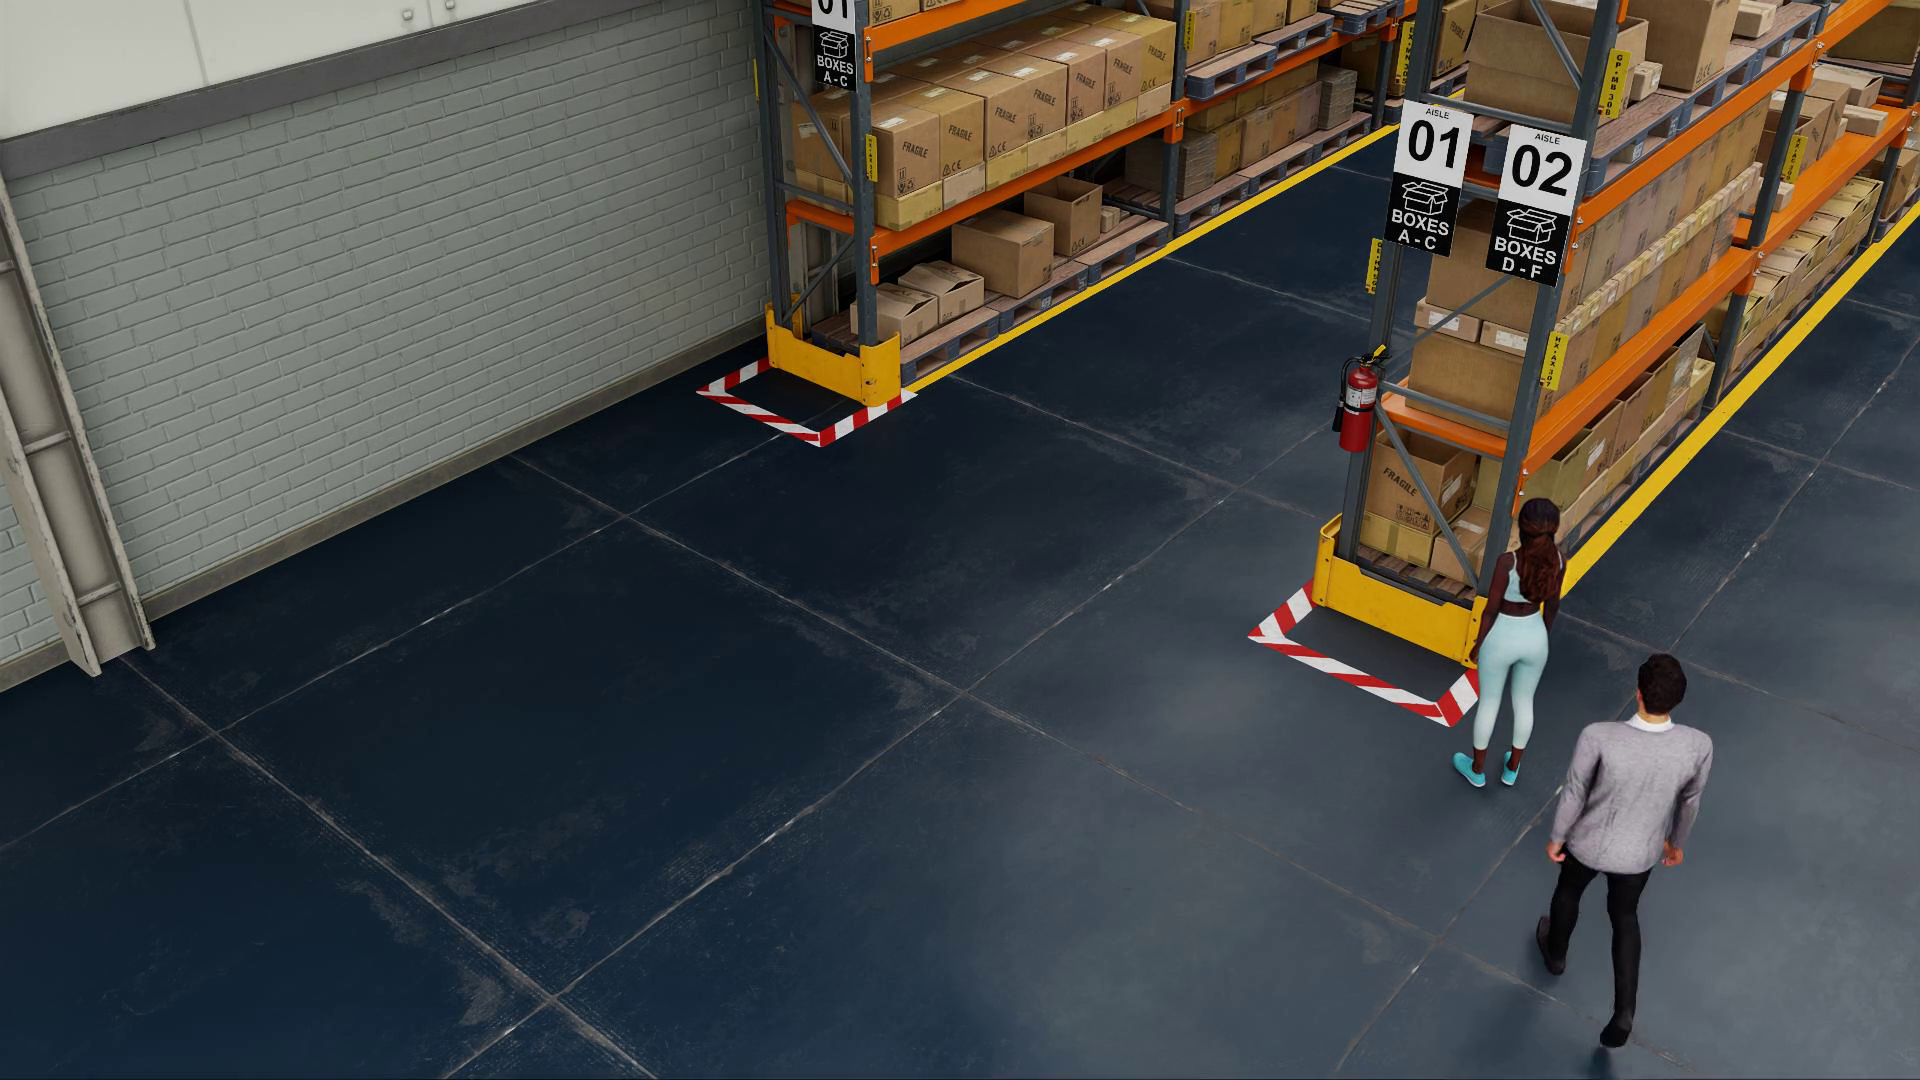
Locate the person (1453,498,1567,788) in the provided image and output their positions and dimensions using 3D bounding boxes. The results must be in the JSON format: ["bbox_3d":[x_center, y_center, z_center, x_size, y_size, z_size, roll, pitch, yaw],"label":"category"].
[{"bbox_3d":[2.868,0.543,8.627,0.650,1.724,0.711,-3,33,-5],"label":"person"}]

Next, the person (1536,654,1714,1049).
[{"bbox_3d":[2.863,1.355,7.202,1.112,1.917,1.252,3,33,5],"label":"person"}]
